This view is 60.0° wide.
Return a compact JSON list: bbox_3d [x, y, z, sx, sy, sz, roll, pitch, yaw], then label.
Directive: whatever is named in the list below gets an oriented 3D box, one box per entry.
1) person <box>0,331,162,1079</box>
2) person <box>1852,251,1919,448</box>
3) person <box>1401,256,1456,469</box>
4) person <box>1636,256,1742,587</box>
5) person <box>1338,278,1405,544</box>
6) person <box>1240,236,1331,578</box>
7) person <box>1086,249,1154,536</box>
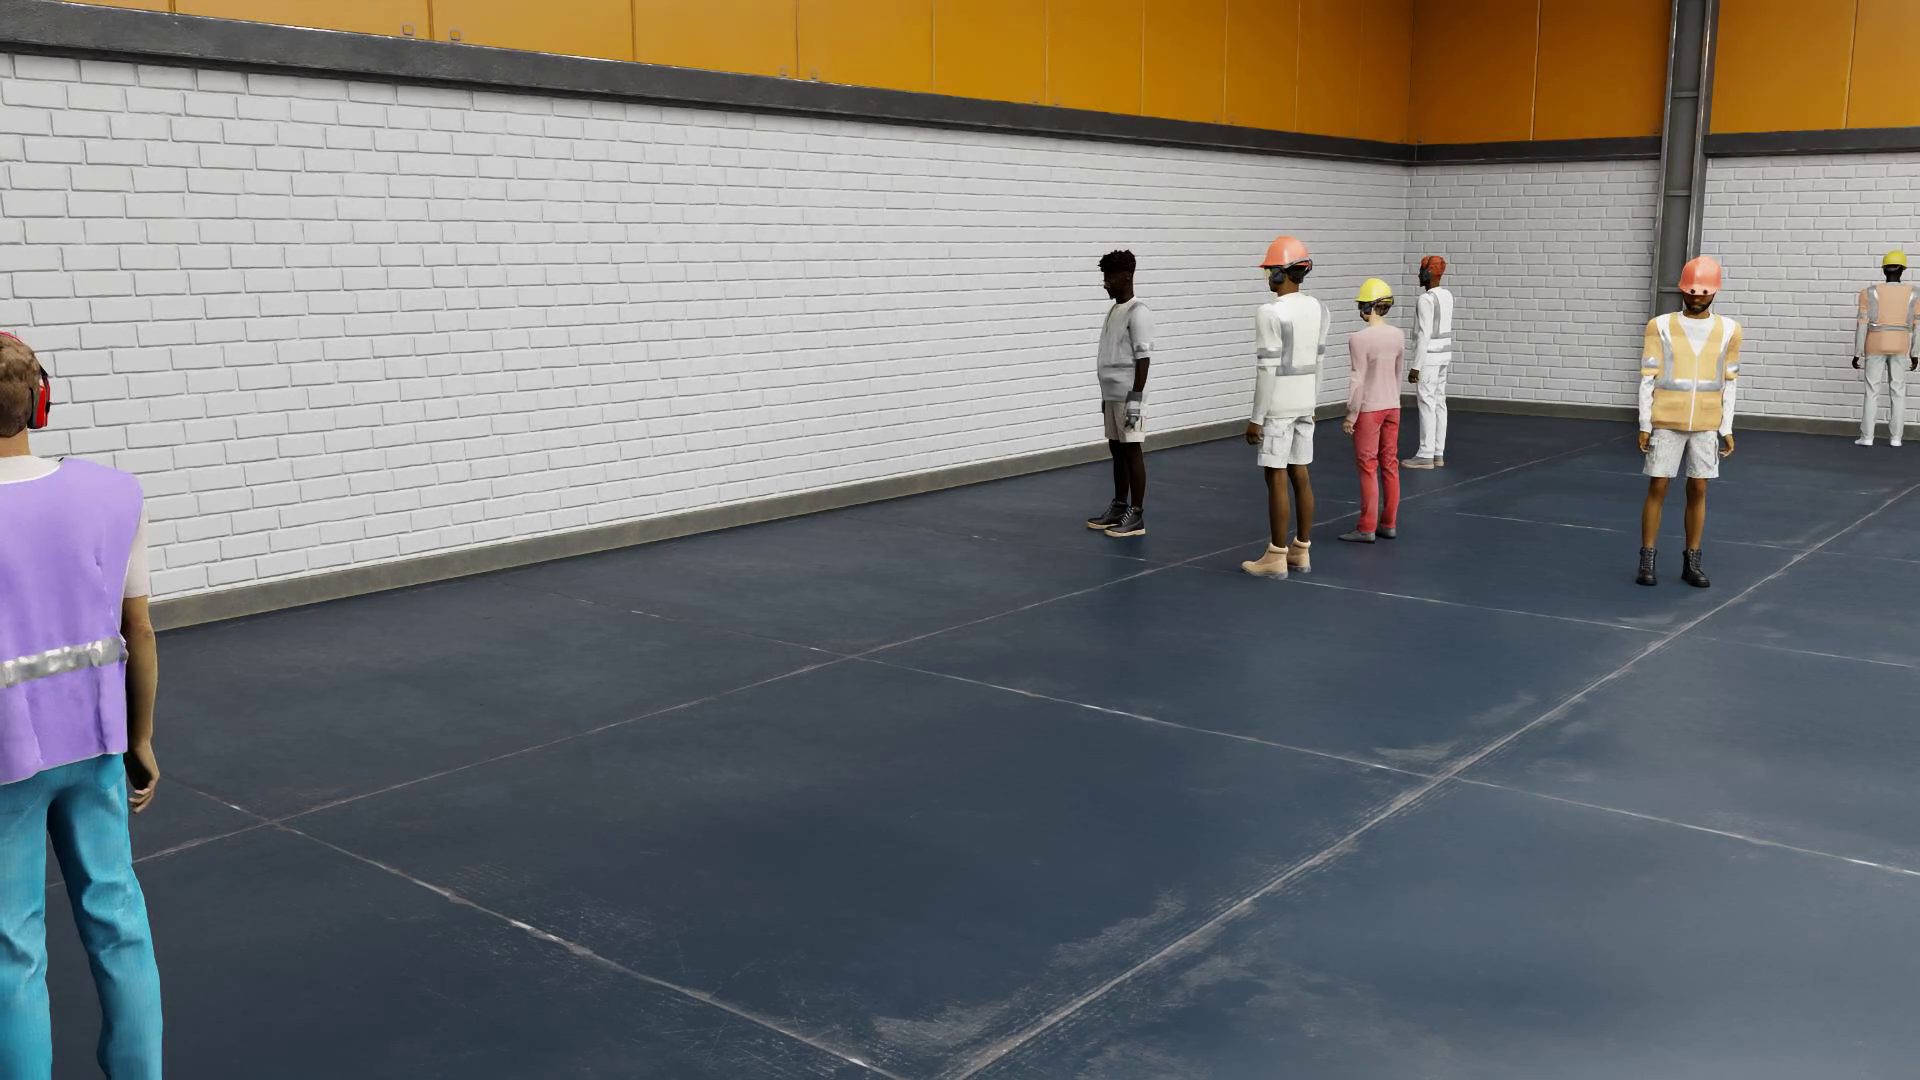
[{"bbox_3d":[-1.962,0.476,3.519,0.389,1.850,0.566,7,12,34],"label":"person"},{"bbox_3d":[9.060,-1.859,16.273,0.594,1.916,0.384,3,11,15],"label":"person"},{"bbox_3d":[4.173,-1.574,14.792,0.355,1.883,0.573,8,13,39],"label":"person"},{"bbox_3d":[4.246,-0.679,9.706,0.543,1.927,0.375,2,10,11],"label":"person"},{"bbox_3d":[2.759,-0.859,11.148,0.525,1.769,0.327,-8,13,-36],"label":"person"},{"bbox_3d":[1.938,-0.790,10.004,0.605,2.044,0.374,-9,14,-42],"label":"person"},{"bbox_3d":[1.112,-1.006,11.433,0.377,1.959,0.603,-3,11,-15],"label":"person"}]
